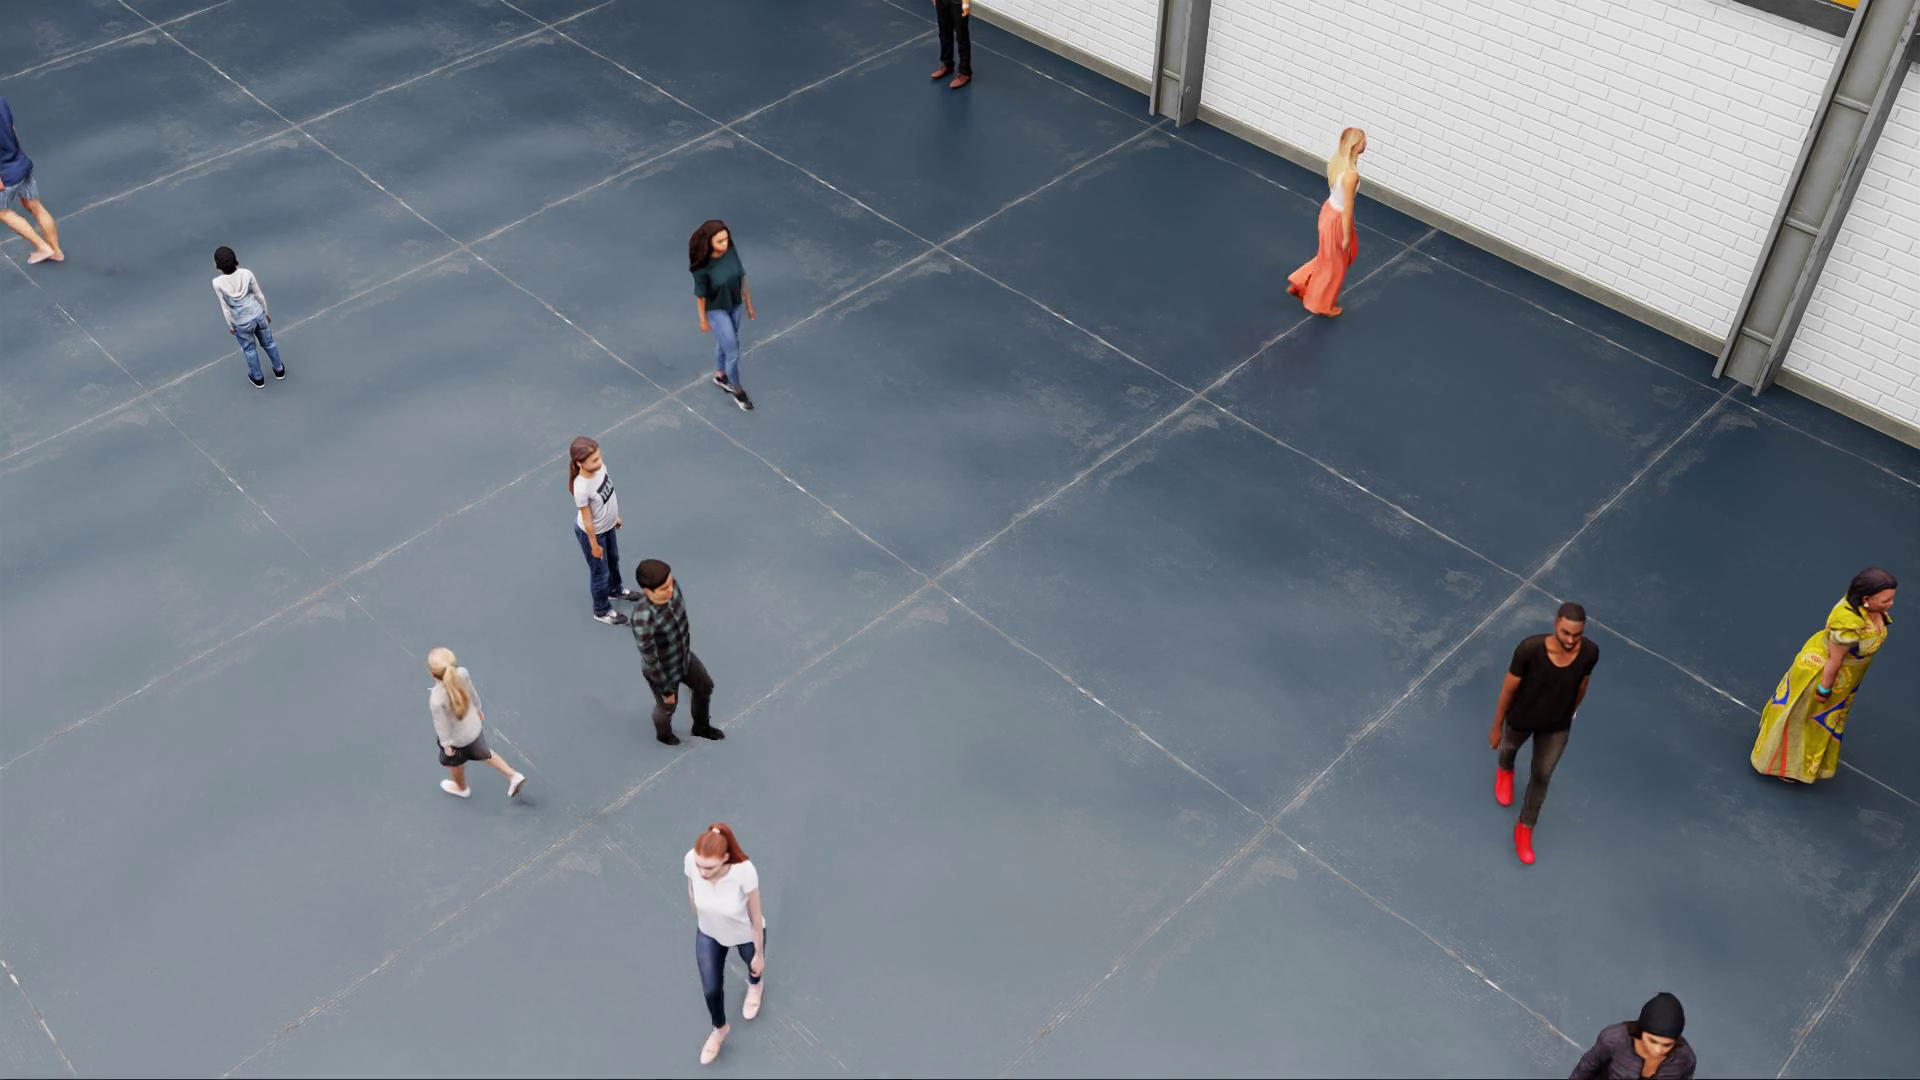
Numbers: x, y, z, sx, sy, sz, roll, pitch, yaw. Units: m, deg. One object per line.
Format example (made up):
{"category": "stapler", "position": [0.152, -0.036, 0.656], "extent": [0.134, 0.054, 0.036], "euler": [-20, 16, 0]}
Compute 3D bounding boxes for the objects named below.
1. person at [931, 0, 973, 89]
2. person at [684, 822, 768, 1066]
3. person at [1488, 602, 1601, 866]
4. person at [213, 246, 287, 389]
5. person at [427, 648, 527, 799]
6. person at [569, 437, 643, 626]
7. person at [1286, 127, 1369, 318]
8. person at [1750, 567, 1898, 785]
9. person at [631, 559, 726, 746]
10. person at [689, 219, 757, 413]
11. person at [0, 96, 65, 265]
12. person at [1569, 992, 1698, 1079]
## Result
{"category": "person", "position": [-0.064, -5.402, 16.546], "extent": [0.510, 1.753, 0.699], "euler": [34, 53, 30]}
{"category": "person", "position": [-1.175, 1.986, 8.818], "extent": [0.874, 1.715, 0.893], "euler": [6, 44, 6]}
{"category": "person", "position": [3.406, 0.964, 9.847], "extent": [1.069, 1.775, 1.076], "euler": [6, 44, 6]}
{"category": "person", "position": [-5.615, -1.763, 13.083], "extent": [0.508, 1.261, 0.529], "euler": [-26, 50, -25]}
{"category": "person", "position": [-2.966, 1.142, 10.034], "extent": [0.872, 1.259, 0.697], "euler": [14, 45, 14]}
{"category": "person", "position": [-2.421, -0.089, 11.107], "extent": [0.657, 1.562, 0.618], "euler": [9, 44, 9]}
{"category": "person", "position": [2.961, -2.557, 13.536], "extent": [0.945, 1.785, 0.887], "euler": [0, 44, 0]}
{"category": "person", "position": [5.287, 0.787, 10.116], "extent": [0.813, 1.660, 0.886], "euler": [28, 50, 26]}
{"category": "person", "position": [-1.860, 0.711, 10.289], "extent": [0.865, 1.698, 0.850], "euler": [13, 45, 14]}
{"category": "person", "position": [-1.890, -1.812, 12.888], "extent": [0.793, 1.599, 0.642], "euler": [27, 50, 25]}
{"category": "person", "position": [-7.993, -3.140, 14.111], "extent": [0.790, 1.836, 0.756], "euler": [8, 44, 8]}
{"category": "person", "position": [3.204, 2.678, 8.104], "extent": [1.172, 1.698, 1.094], "euler": [9, 44, 10]}
